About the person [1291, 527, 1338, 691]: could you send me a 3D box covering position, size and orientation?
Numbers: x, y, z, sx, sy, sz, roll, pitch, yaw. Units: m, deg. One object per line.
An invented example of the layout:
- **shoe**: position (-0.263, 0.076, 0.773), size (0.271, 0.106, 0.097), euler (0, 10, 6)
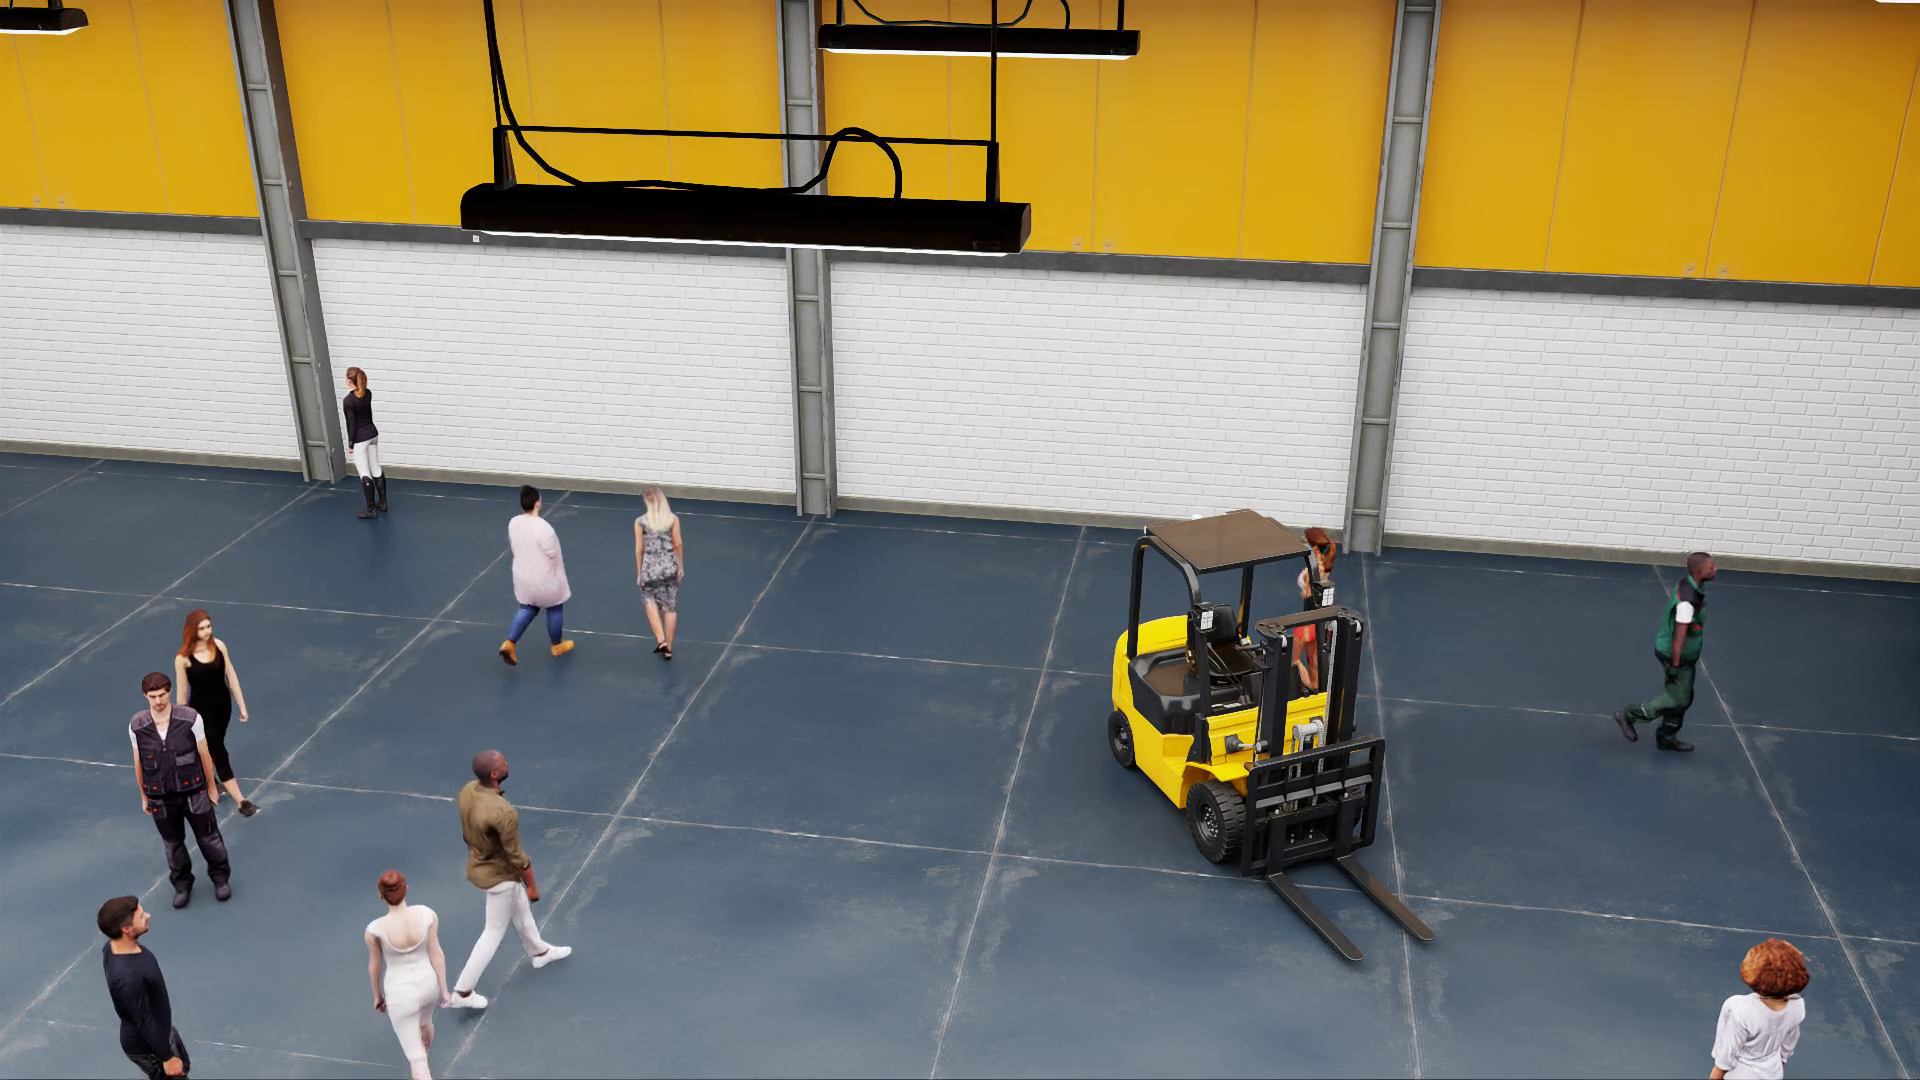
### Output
- **person**: position (3.077, 0.737, 14.125), size (0.744, 1.777, 0.726), euler (17, 29, 34)

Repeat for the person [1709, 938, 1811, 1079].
- **person**: position (4.357, 2.947, 9.153), size (0.659, 1.710, 0.783), euler (-5, 24, -11)

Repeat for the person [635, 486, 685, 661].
- **person**: position (-2.707, 0.353, 15.121), size (0.707, 1.683, 0.782), euler (-8, 25, -18)

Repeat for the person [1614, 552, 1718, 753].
- **person**: position (5.808, 0.922, 13.643), size (0.964, 1.824, 0.801), euler (9, 25, 20)

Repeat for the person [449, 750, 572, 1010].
- **person**: position (-3.057, 2.214, 10.729), size (1.235, 1.791, 1.235), euler (-20, 30, -38)

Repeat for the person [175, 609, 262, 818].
- **person**: position (-5.864, 1.307, 12.945), size (1.209, 1.677, 0.910), euler (16, 28, 32)

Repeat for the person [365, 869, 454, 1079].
- **person**: position (-3.149, 2.723, 9.617), size (1.092, 1.748, 1.084), euler (-12, 26, -26)

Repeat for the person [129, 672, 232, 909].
- **person**: position (-5.511, 1.749, 11.726), size (0.688, 1.844, 0.804), euler (-7, 24, -15)

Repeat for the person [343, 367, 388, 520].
- **person**: position (-6.582, -1.082, 18.348), size (0.587, 1.728, 0.598), euler (8, 25, 17)

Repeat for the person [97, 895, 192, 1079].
- **person**: position (-4.578, 2.811, 9.280), size (1.004, 1.858, 0.926), euler (-13, 27, -26)

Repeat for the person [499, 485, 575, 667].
- **person**: position (-3.898, 0.350, 15.080), size (1.037, 1.722, 0.946), euler (13, 27, 27)
